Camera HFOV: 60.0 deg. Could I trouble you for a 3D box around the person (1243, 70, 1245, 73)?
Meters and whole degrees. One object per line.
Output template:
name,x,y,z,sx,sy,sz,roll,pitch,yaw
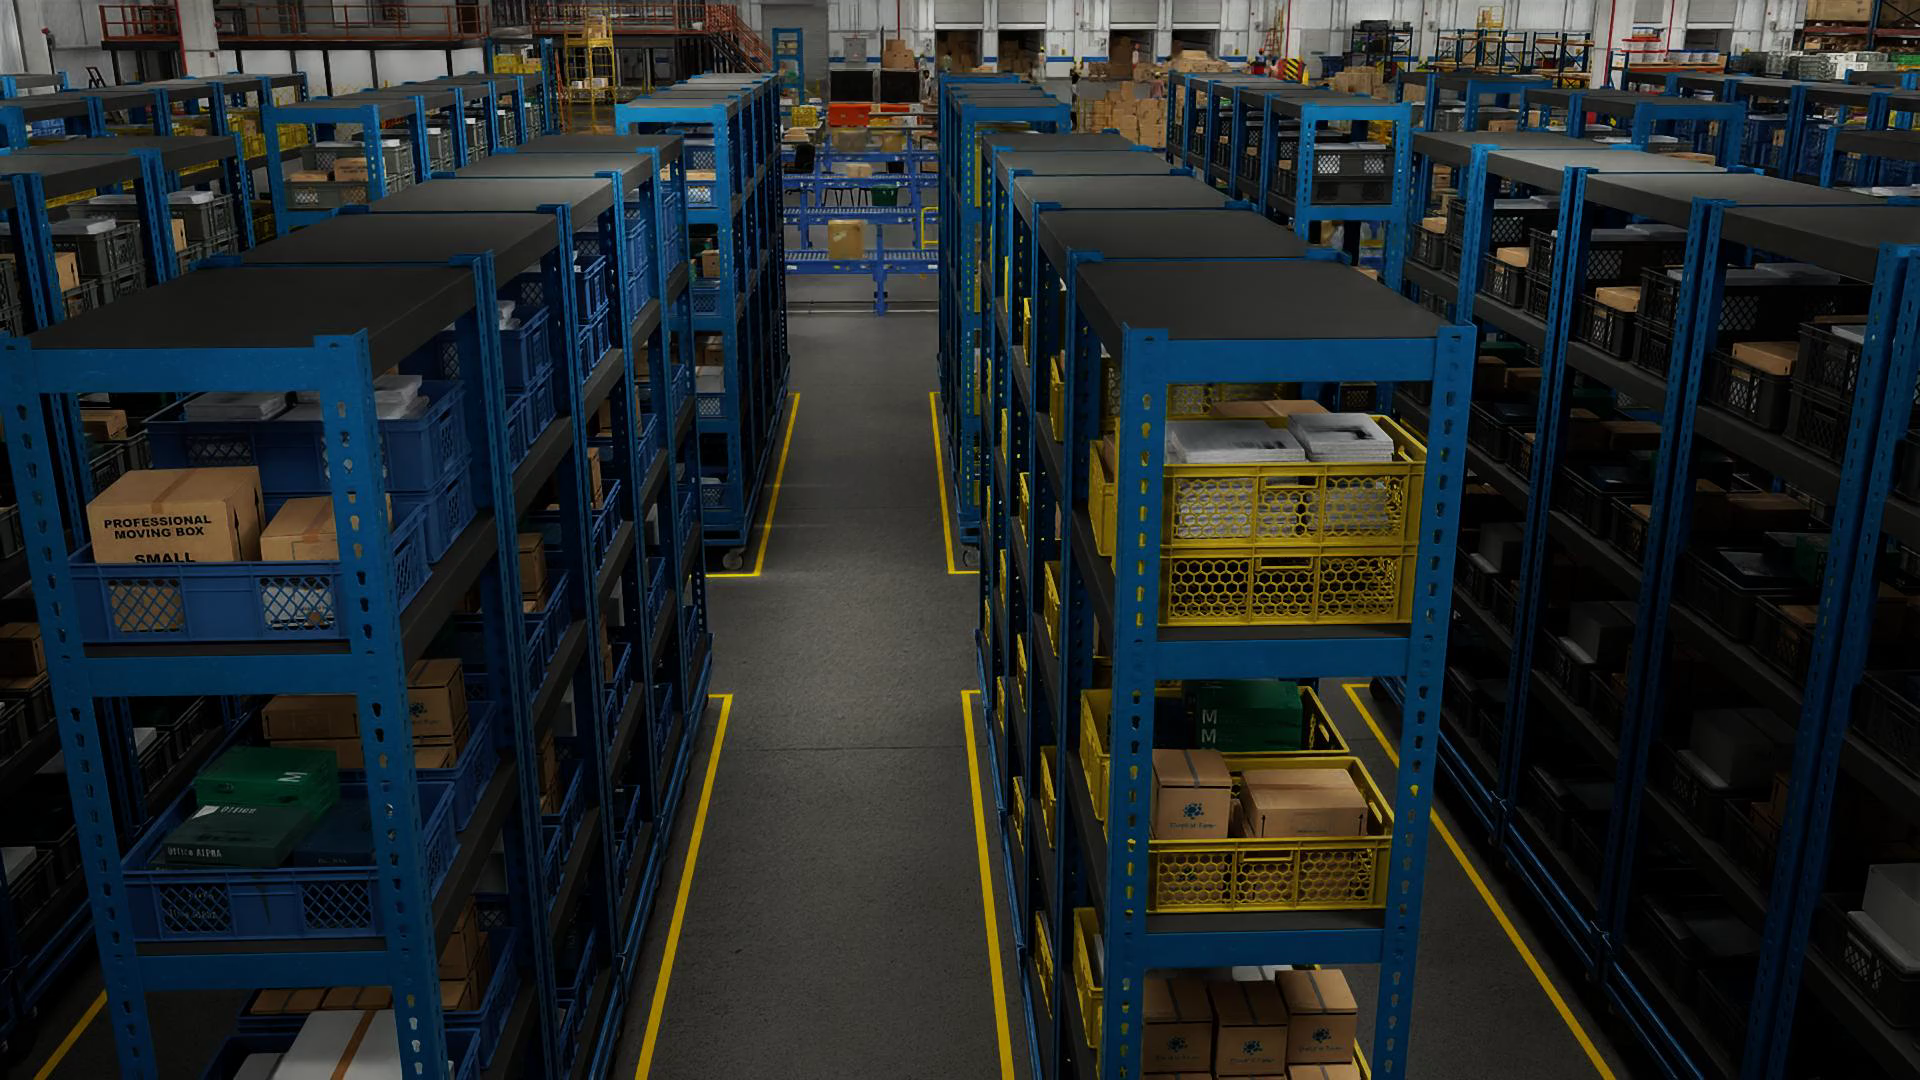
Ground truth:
person,10.290,-16.275,61.148,0.375,1.930,0.542,10,21,29

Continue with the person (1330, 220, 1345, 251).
person,4.854,-3.393,21.359,1.034,1.886,0.613,10,20,28

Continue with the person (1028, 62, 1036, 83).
person,3.136,-20.060,73.027,0.430,1.832,0.507,-10,20,-27

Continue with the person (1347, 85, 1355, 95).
person,13.480,-14.825,57.229,0.847,1.607,0.517,0,18,0

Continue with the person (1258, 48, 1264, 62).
person,16.330,-25.723,90.374,0.357,1.938,0.542,0,18,0

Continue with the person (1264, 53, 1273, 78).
person,15.439,-23.213,82.667,0.942,1.912,0.629,-7,19,-21

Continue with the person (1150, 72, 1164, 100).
person,7.534,-17.011,63.689,0.522,1.769,0.312,-1,18,-4

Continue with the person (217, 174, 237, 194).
person,-16.043,-8.248,36.348,0.406,1.904,0.654,12,22,34

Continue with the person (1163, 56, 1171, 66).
person,10.043,-22.437,80.374,0.651,1.829,0.445,-10,20,-28

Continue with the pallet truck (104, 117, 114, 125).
pallet truck,-18.367,-7.885,35.078,1.885,1.965,0.823,1,18,2

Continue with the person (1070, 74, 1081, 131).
person,3.990,-15.204,57.861,0.391,1.918,0.719,6,19,18

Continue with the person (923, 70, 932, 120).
person,-1.235,-16.859,63.064,0.328,1.865,0.521,-3,18,-9

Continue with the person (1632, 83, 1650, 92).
person,23.891,-15.407,58.286,0.535,2.000,0.682,-8,20,-24

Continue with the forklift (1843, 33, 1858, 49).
forklift,44.508,-23.936,83.335,1.873,2.768,1.129,-2,18,-7

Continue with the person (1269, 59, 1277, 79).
person,15.124,-22.393,80.473,0.532,1.689,0.321,-14,23,-37

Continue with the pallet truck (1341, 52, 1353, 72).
pallet truck,18.794,-23.123,82.231,0.823,1.965,1.885,-13,22,-35

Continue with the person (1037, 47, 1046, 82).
person,4.624,-26.904,94.048,0.386,1.922,0.594,-17,24,-42

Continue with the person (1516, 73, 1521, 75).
person,19.834,-15.660,59.274,0.440,1.908,0.613,-12,22,-34

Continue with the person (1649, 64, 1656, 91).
person,30.761,-20.404,74.018,0.577,1.877,0.349,-7,19,-21

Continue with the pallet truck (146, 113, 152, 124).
pallet truck,-18.087,-8.309,36.390,1.885,1.965,0.823,-1,18,-4

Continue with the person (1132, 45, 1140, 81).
person,10.054,-27.247,95.001,0.392,1.991,0.612,-6,19,-18

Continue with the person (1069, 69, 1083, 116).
person,4.407,-17.244,64.273,0.643,1.852,0.525,-2,18,-5

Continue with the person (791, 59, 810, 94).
person,-7.869,-22.788,81.469,0.970,1.835,0.591,-10,21,-29

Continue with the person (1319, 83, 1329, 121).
person,12.380,-14.671,56.574,0.538,1.690,0.319,9,20,25

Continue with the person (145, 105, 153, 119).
person,-19.920,-9.766,40.906,0.637,1.987,0.921,-7,19,-22

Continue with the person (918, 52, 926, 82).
person,-2.040,-25.678,90.558,0.483,1.734,0.441,-9,20,-25

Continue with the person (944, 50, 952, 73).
person,-0.745,-26.014,91.476,0.619,1.813,0.650,-1,18,-4

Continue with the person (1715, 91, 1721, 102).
person,27.041,-15.541,58.836,0.634,1.949,0.821,11,21,30
